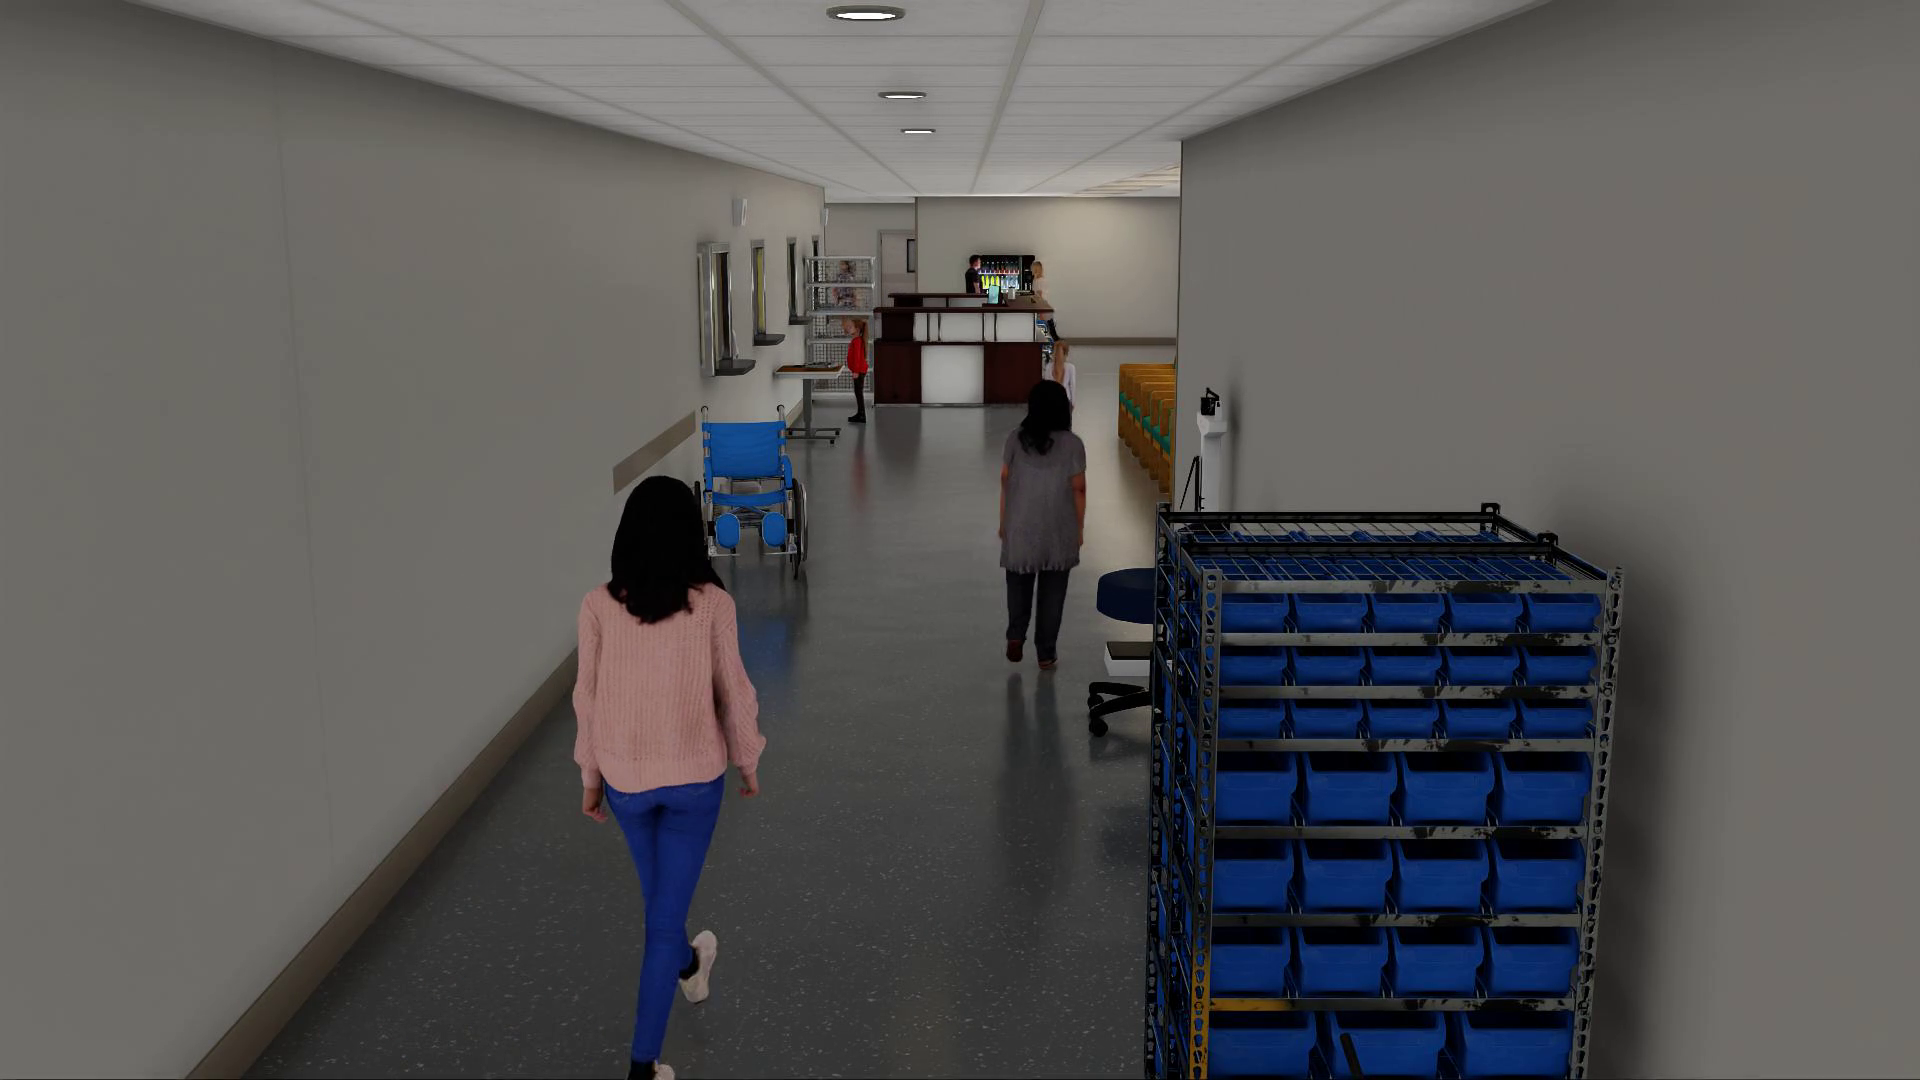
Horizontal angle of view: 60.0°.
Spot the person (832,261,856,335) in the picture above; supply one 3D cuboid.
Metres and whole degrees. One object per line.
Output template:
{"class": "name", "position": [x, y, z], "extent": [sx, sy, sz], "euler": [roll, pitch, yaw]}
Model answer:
{"class": "person", "position": [-2.372, -4.947, 34.524], "extent": [0.807, 1.714, 0.810], "euler": [3, 11, 16]}

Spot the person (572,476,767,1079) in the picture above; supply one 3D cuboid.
{"class": "person", "position": [-0.839, 0.735, 4.575], "extent": [1.119, 1.715, 0.850], "euler": [2, 11, 9]}

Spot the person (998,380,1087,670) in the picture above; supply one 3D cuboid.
{"class": "person", "position": [0.423, -0.068, 9.125], "extent": [0.713, 1.597, 0.788], "euler": [3, 11, 14]}

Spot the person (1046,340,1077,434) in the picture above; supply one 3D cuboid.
{"class": "person", "position": [1.021, -1.412, 17.070], "extent": [0.482, 1.275, 0.585], "euler": [3, 11, 15]}

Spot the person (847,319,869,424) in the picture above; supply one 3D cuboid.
{"class": "person", "position": [-1.272, -2.113, 20.747], "extent": [0.522, 1.282, 0.508], "euler": [-2, 11, -8]}

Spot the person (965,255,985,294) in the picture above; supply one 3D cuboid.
{"class": "person", "position": [0.269, -4.688, 32.811], "extent": [0.689, 1.845, 0.776], "euler": [-3, 11, -15]}
